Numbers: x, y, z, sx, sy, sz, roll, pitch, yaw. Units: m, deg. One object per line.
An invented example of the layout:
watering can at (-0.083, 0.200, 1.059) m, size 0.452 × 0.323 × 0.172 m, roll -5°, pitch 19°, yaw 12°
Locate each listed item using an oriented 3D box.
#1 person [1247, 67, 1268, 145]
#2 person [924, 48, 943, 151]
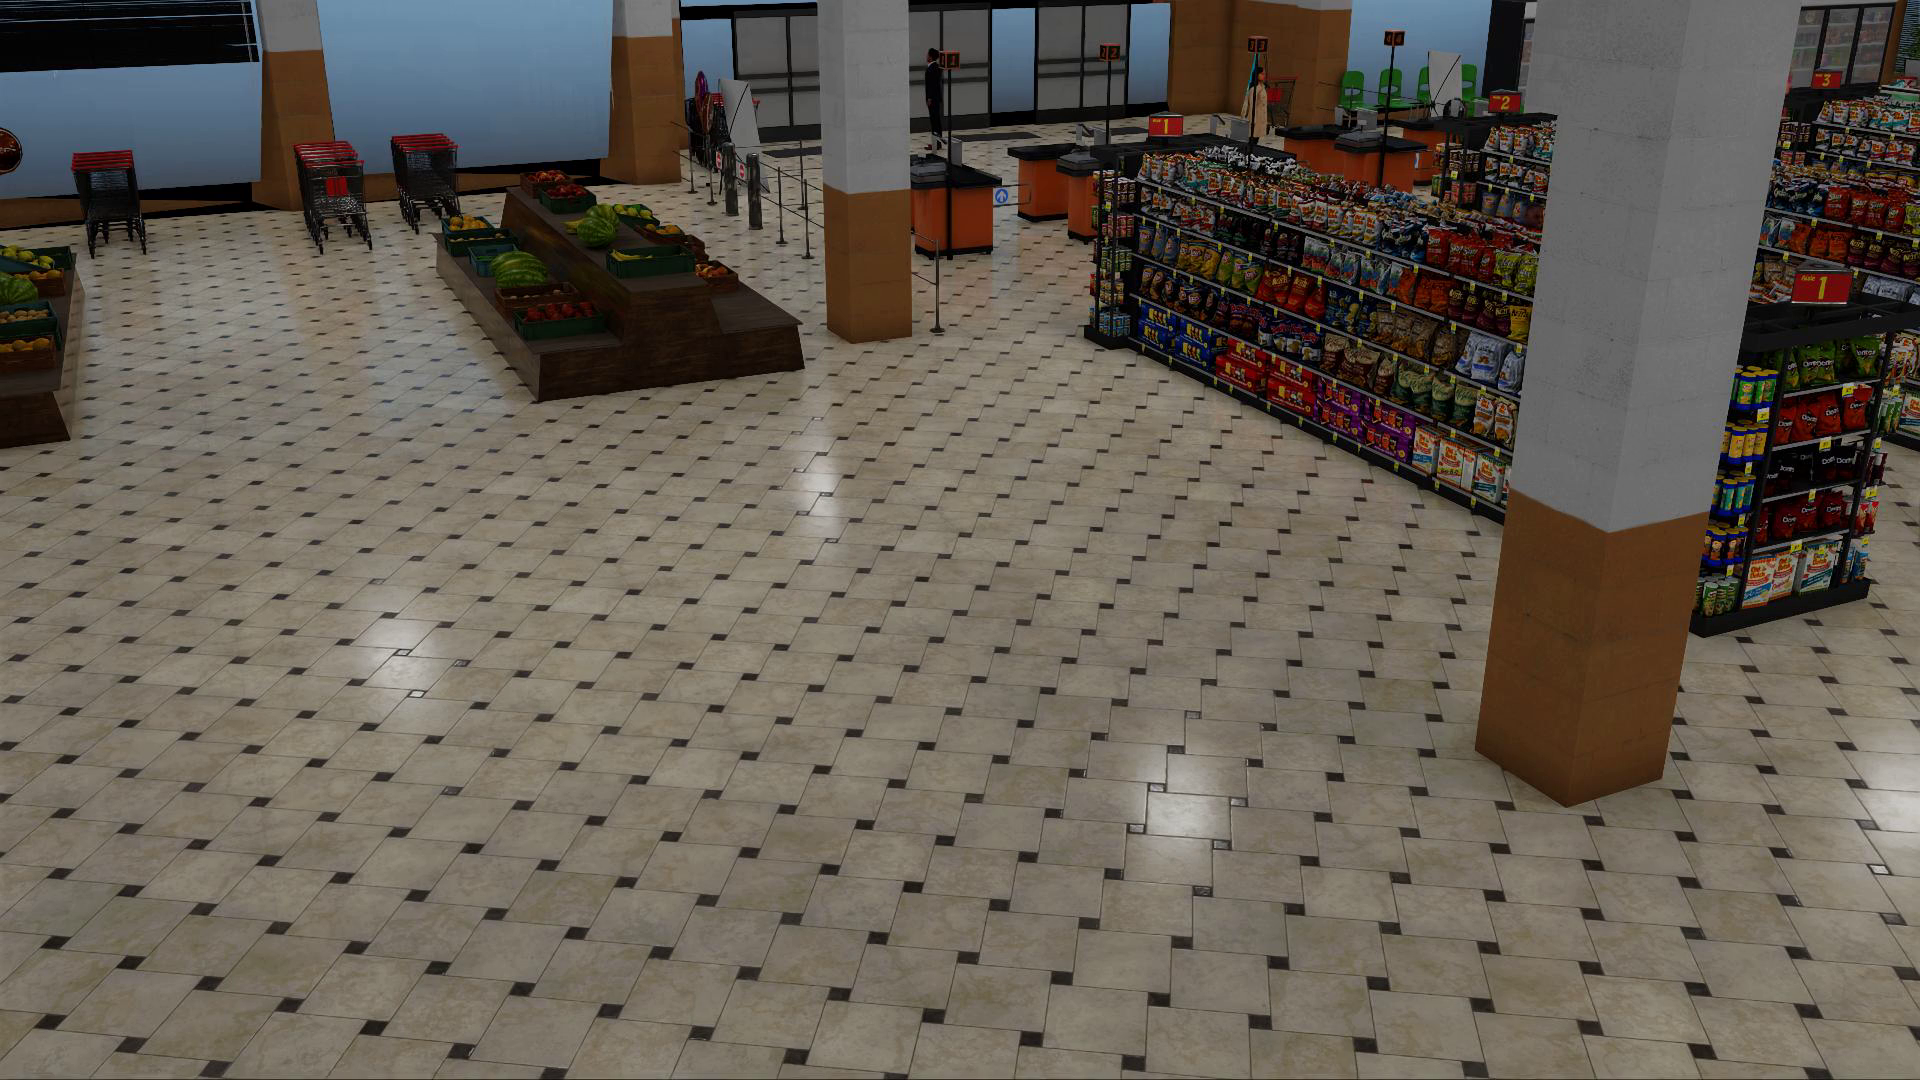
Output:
person at (4.762, -6.761, 26.807) m, size 0.740 × 1.682 × 0.718 m, roll 11°, pitch 24°, yaw 26°
person at (-0.456, -7.731, 29.164) m, size 0.760 × 1.725 × 0.683 m, roll 6°, pitch 23°, yaw 14°
